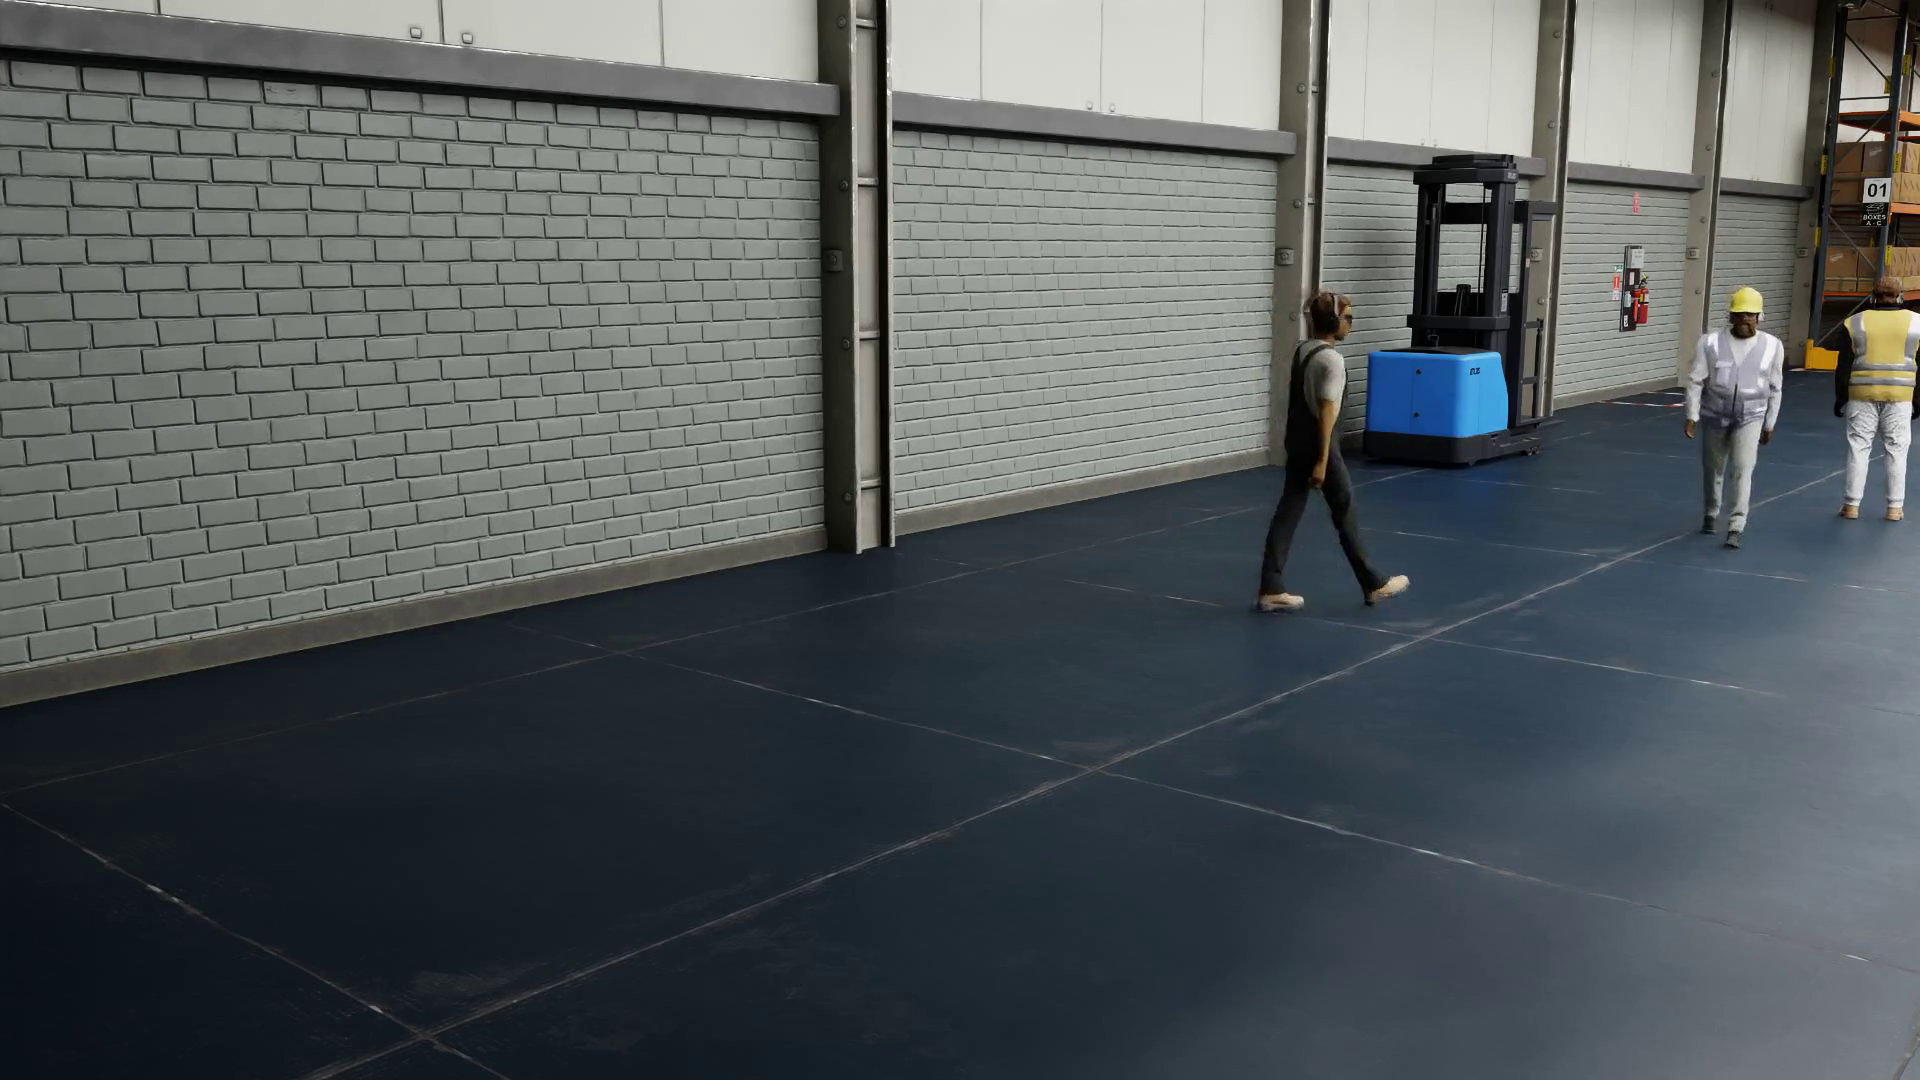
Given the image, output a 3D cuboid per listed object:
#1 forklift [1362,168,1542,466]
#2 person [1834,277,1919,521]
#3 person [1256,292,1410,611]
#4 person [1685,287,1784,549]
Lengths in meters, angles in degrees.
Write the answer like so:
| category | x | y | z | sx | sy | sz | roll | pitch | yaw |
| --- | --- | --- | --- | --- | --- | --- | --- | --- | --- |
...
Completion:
| category | x | y | z | sx | sy | sz | roll | pitch | yaw |
| --- | --- | --- | --- | --- | --- | --- | --- | --- | --- |
| forklift | 4.875 | -2.212 | 16.287 | 1.129 | 2.768 | 1.873 | 8 | 13 | 40 |
| person | 7.005 | -1.077 | 12.677 | 0.621 | 1.838 | 0.430 | 5 | 11 | 24 |
| person | 2.123 | -0.494 | 9.457 | 0.949 | 1.799 | 0.516 | -3 | 11 | -19 |
| person | 5.444 | -0.882 | 11.726 | 0.602 | 1.793 | 0.940 | 5 | 11 | 24 |
